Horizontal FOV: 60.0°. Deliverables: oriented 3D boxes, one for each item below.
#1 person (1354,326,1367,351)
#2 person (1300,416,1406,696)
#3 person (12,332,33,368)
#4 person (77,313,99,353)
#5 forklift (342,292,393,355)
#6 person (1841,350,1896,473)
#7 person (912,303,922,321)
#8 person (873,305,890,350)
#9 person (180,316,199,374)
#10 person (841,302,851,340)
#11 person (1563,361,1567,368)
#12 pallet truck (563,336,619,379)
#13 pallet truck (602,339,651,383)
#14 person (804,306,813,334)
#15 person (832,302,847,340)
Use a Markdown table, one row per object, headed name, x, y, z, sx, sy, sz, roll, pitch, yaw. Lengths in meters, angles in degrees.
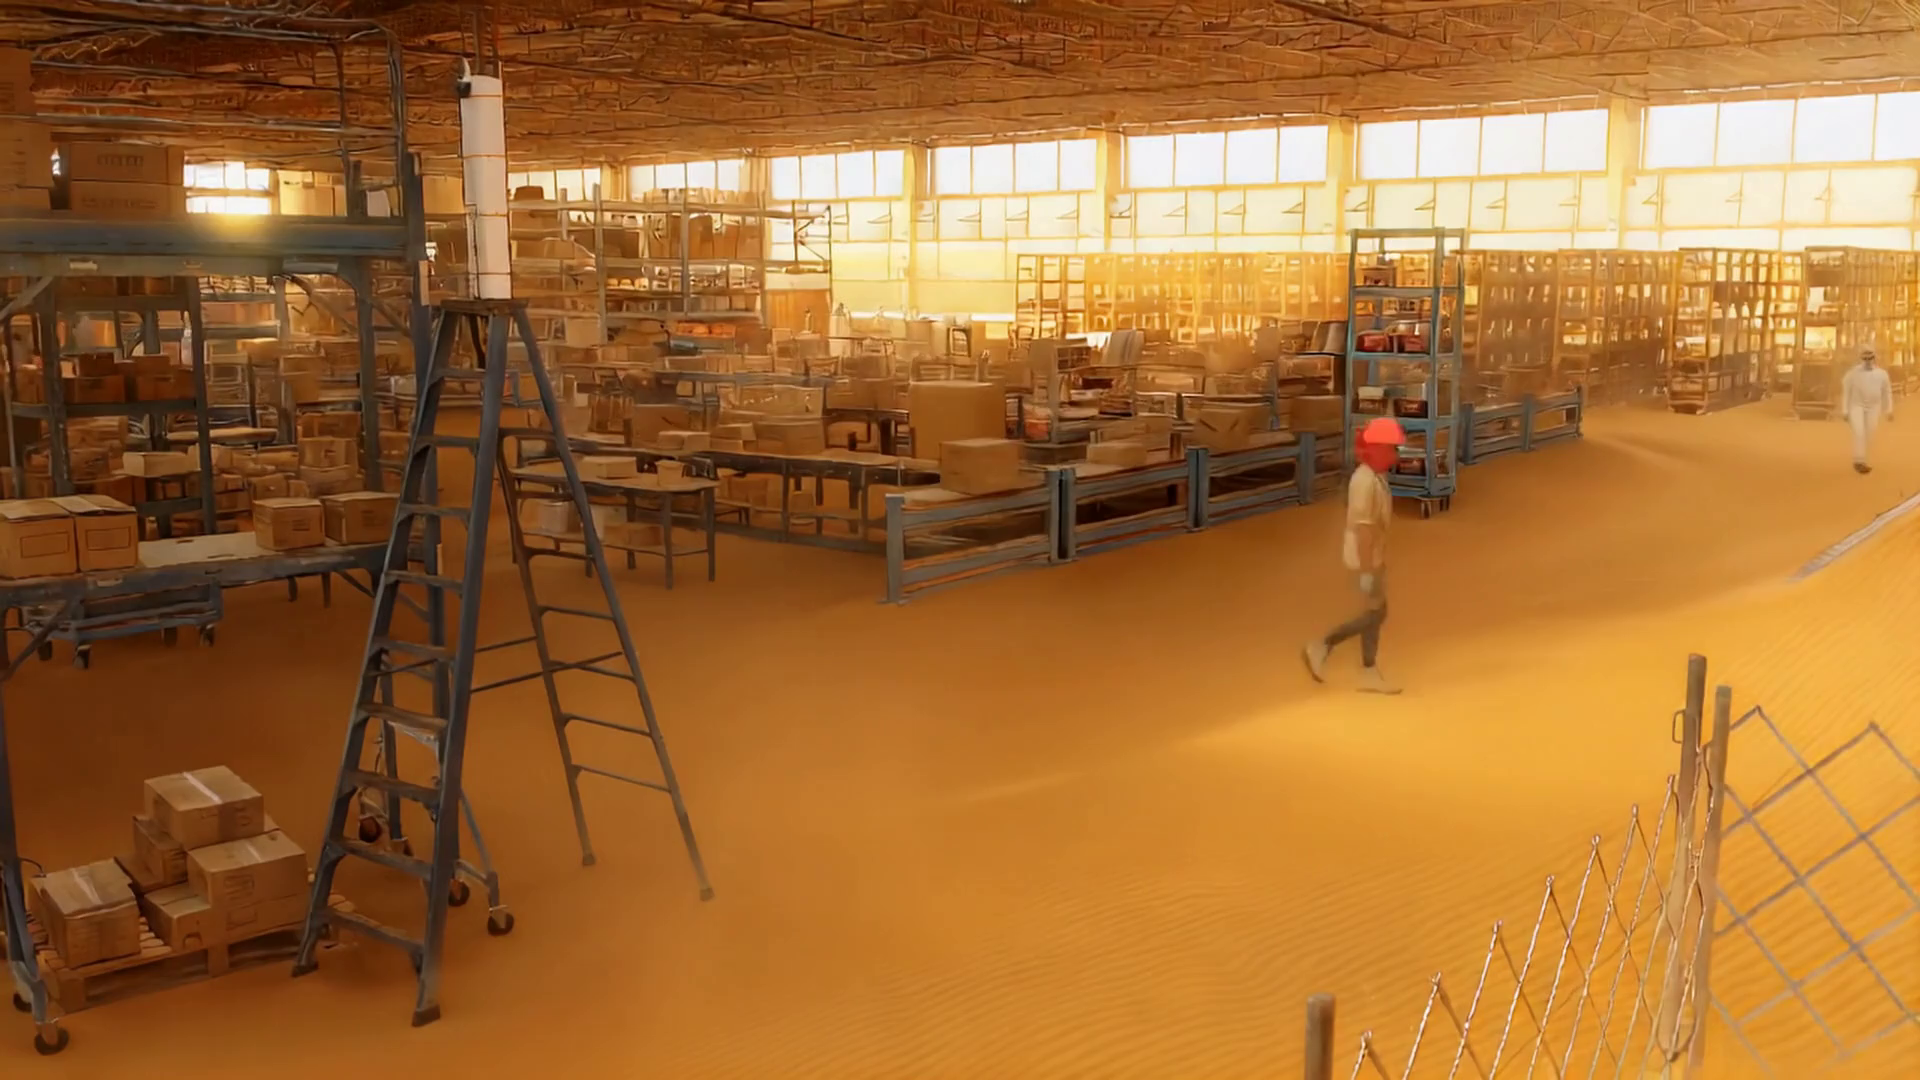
| name | x | y | z | sx | sy | sz | roll | pitch | yaw |
| --- | --- | --- | --- | --- | --- | --- | --- | --- | --- |
| person | 9.511 | -4.171 | 39.493 | 0.594 | 1.784 | 0.942 | -8 | 12 | -41 |
| person | 2.861 | 0.122 | 11.910 | 0.633 | 2.030 | 0.626 | 3 | 10 | 21 |
| person | -23.065 | -4.308 | 40.867 | 0.640 | 1.615 | 0.503 | 7 | 11 | 35 |
| person | -25.189 | -5.631 | 48.253 | 0.686 | 1.887 | 0.620 | 7 | 11 | 36 |
| forklift | -16.485 | -5.622 | 45.120 | 1.129 | 2.768 | 1.873 | 7 | 11 | 37 |
| person | 13.870 | -1.949 | 25.366 | 0.664 | 1.863 | 0.982 | 0 | 9 | 2 |
| person | -1.663 | -8.894 | 68.897 | 0.935 | 1.794 | 0.661 | 3 | 9 | 16 |
| person | -2.727 | -7.197 | 57.885 | 0.644 | 1.933 | 0.439 | -3 | 10 | -18 |
| person | -20.431 | -4.968 | 44.027 | 0.634 | 1.916 | 0.645 | -5 | 11 | -30 |
| person | -4.644 | -8.665 | 67.232 | 0.549 | 1.906 | 0.879 | 6 | 11 | 34 |
| person | 19.458 | -6.451 | 53.560 | 0.498 | 1.828 | 0.563 | 5 | 10 | 28 |
| pallet truck | -10.690 | -5.294 | 48.215 | 1.601 | 1.201 | 0.680 | -5 | 10 | -26 |
| pallet truck | -8.991 | -4.871 | 45.351 | 0.653 | 1.274 | 1.630 | 7 | 11 | 37 |
| person | -6.012 | -8.376 | 65.774 | 0.314 | 1.769 | 0.523 | -7 | 12 | -39 |
| person | -4.572 | -8.073 | 63.240 | 0.643 | 1.971 | 0.438 | 1 | 9 | 9 |
